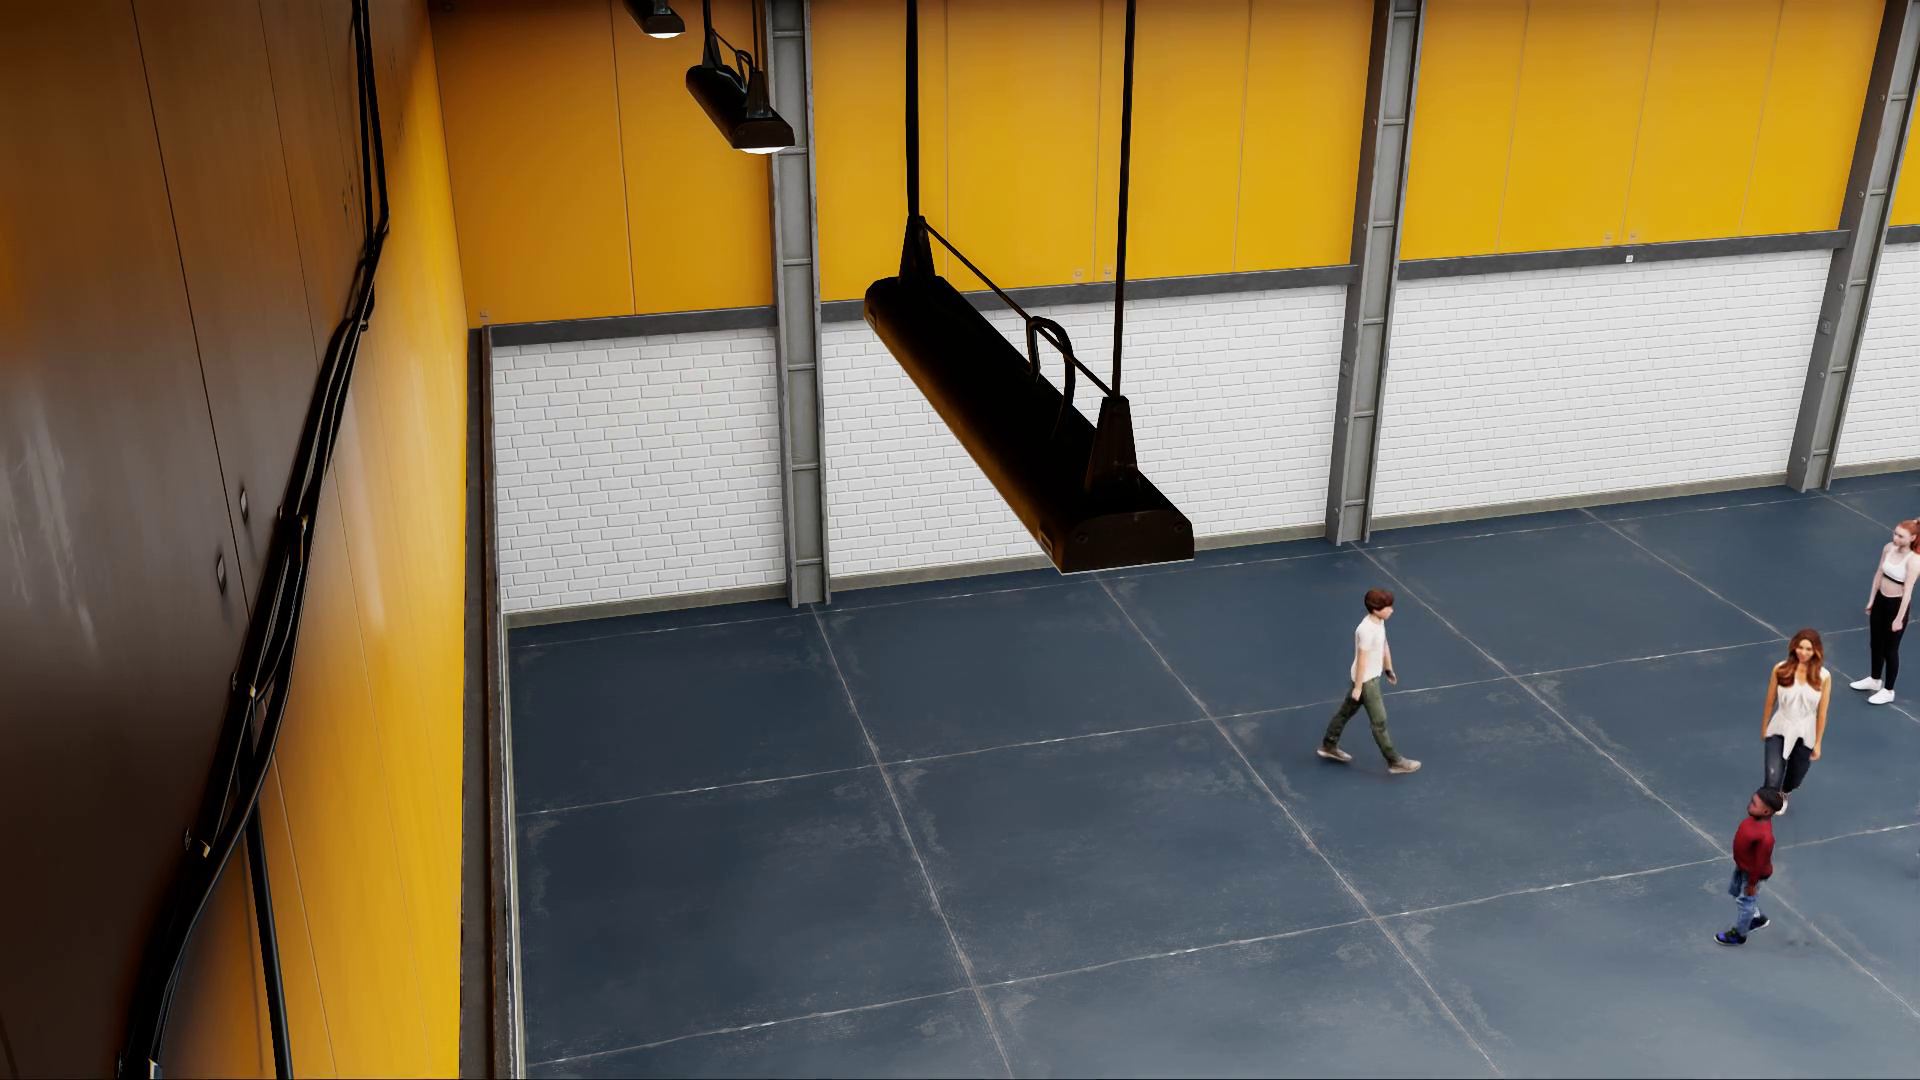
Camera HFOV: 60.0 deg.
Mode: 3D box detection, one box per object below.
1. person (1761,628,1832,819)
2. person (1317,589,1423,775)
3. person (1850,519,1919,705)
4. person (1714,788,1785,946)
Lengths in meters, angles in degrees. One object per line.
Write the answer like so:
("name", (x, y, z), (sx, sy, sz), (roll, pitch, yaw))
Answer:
("person", (6.366, 1.479, 12.700), (1.062, 1.761, 1.081), (11, 26, 24))
("person", (3.256, 1.140, 13.657), (1.144, 1.615, 1.023), (10, 26, 22))
("person", (8.242, 0.615, 14.708), (0.596, 1.736, 0.619), (-2, 24, -6))
("person", (5.563, 2.270, 11.534), (0.682, 1.245, 0.618), (5, 24, 11))
